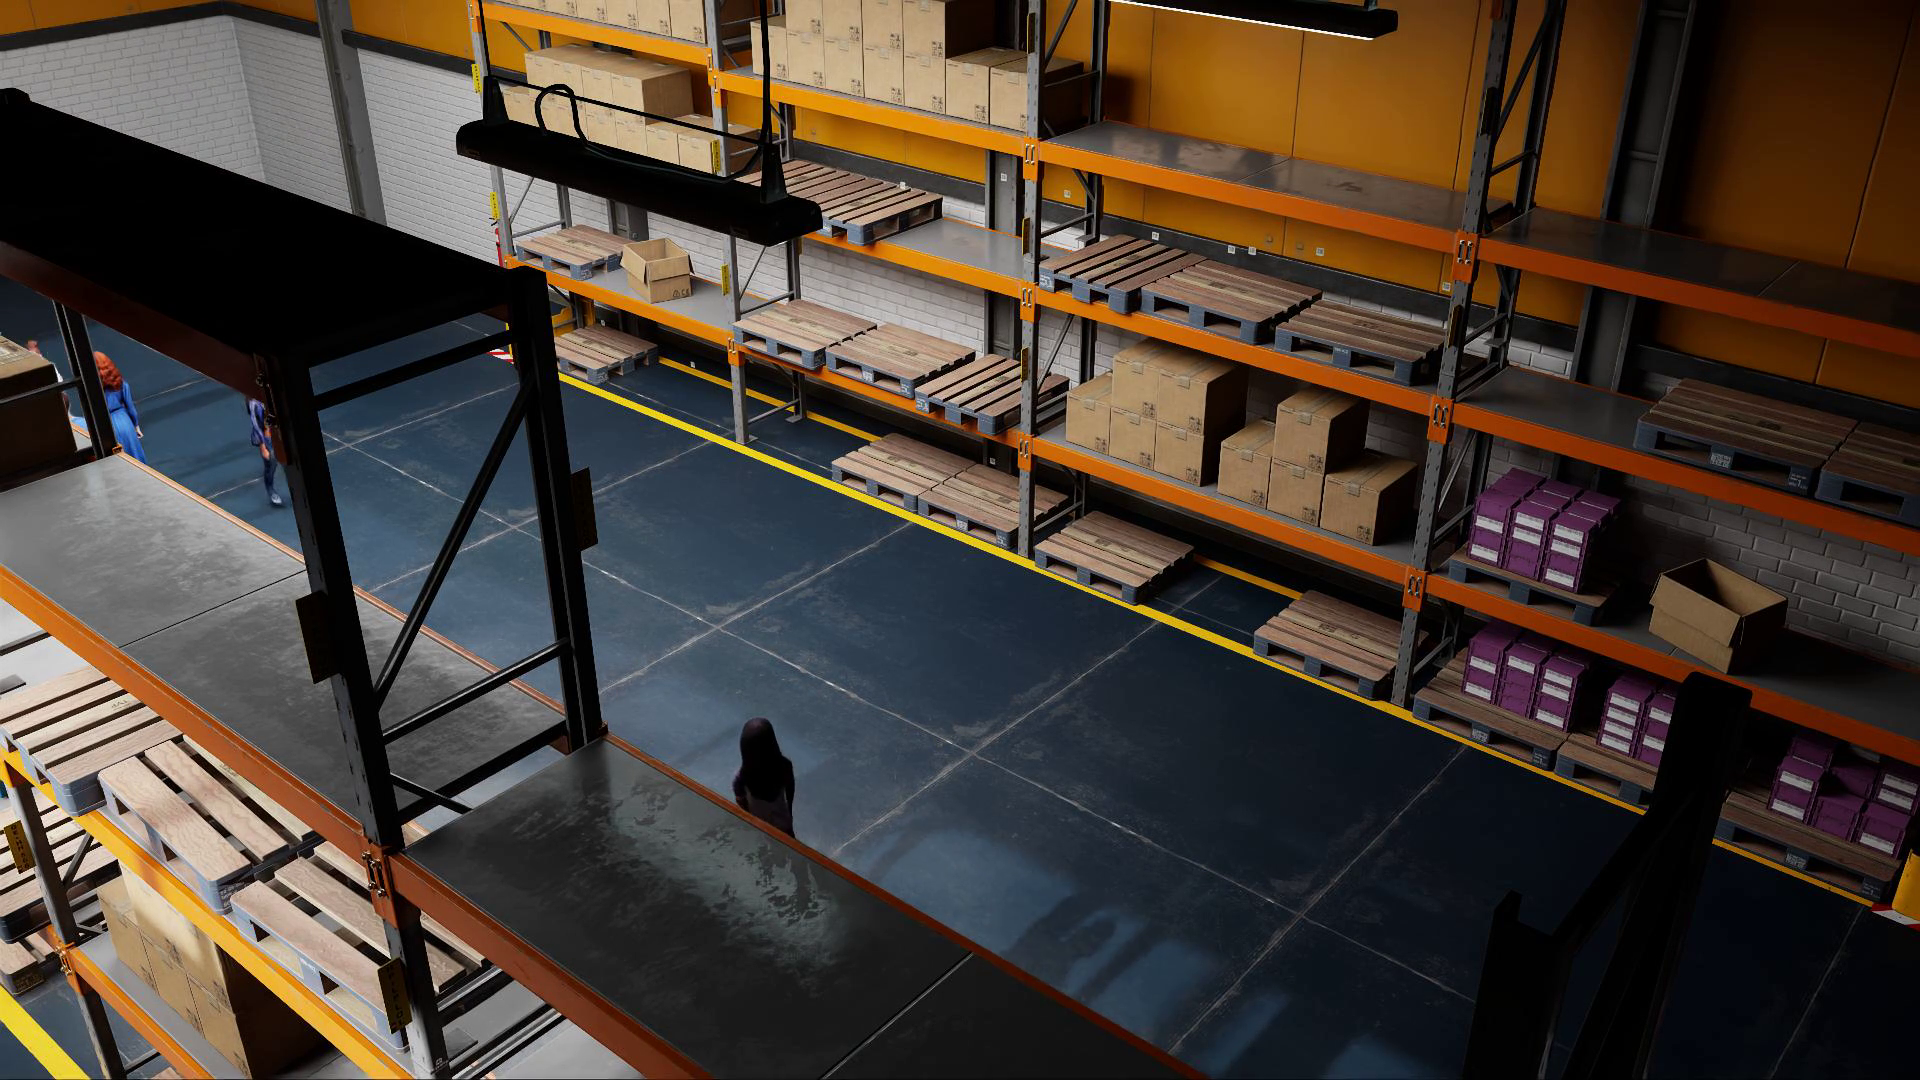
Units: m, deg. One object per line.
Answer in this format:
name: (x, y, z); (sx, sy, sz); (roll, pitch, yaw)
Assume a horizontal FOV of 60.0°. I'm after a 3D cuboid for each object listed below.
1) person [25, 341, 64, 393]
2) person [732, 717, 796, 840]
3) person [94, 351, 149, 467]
person: (-9.122, -1.192, 16.885); (1.033, 1.761, 1.102); (-3, 29, -5)
person: (-1.267, 1.992, 11.148); (0.878, 1.663, 1.151); (-15, 32, -25)
person: (-8.351, -1.003, 16.468); (0.668, 1.827, 0.636); (-20, 35, -33)
